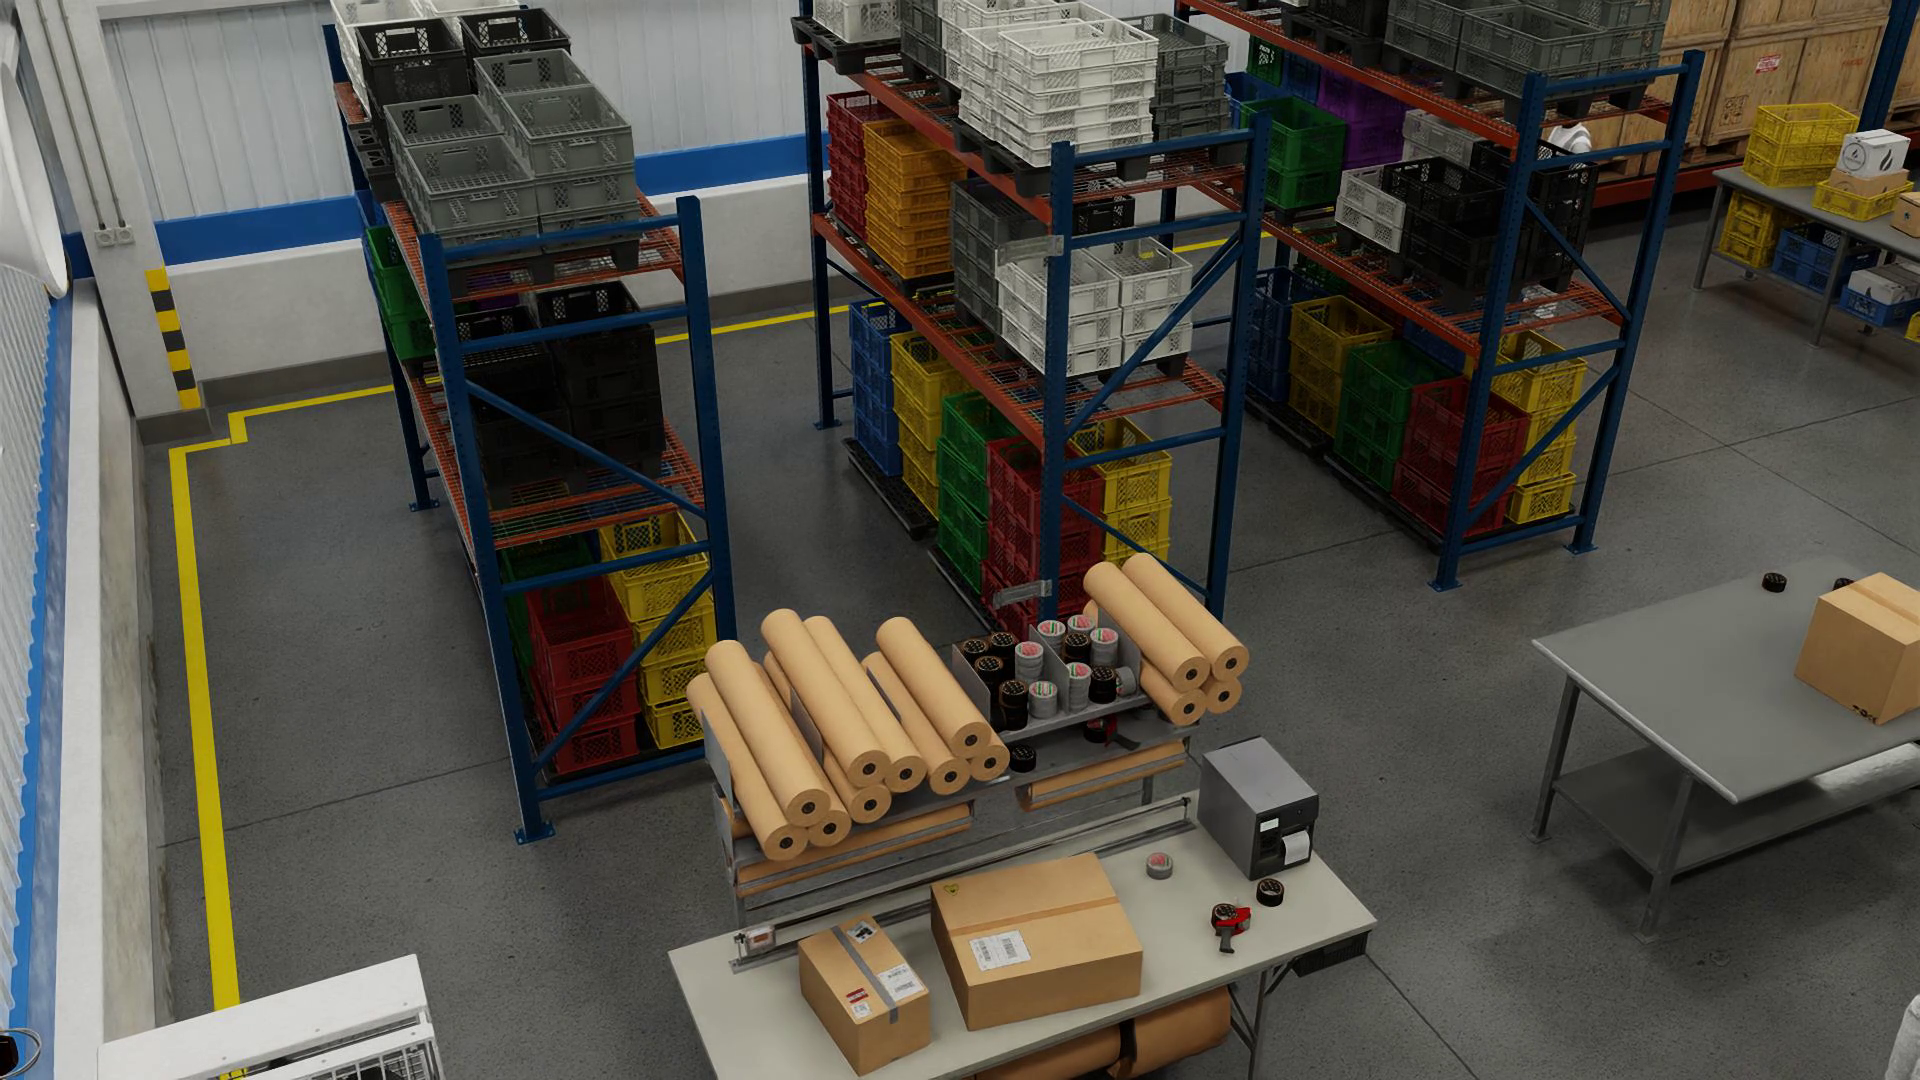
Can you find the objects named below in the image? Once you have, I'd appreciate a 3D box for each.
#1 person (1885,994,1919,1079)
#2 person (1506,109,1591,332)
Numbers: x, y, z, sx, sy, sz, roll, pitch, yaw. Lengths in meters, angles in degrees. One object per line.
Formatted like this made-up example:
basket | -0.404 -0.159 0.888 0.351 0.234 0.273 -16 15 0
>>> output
person | 3.696 1.535 5.964 0.429 1.844 0.624 11 33 17
person | 4.439 -2.489 12.460 0.343 1.881 0.584 0 32 -1
